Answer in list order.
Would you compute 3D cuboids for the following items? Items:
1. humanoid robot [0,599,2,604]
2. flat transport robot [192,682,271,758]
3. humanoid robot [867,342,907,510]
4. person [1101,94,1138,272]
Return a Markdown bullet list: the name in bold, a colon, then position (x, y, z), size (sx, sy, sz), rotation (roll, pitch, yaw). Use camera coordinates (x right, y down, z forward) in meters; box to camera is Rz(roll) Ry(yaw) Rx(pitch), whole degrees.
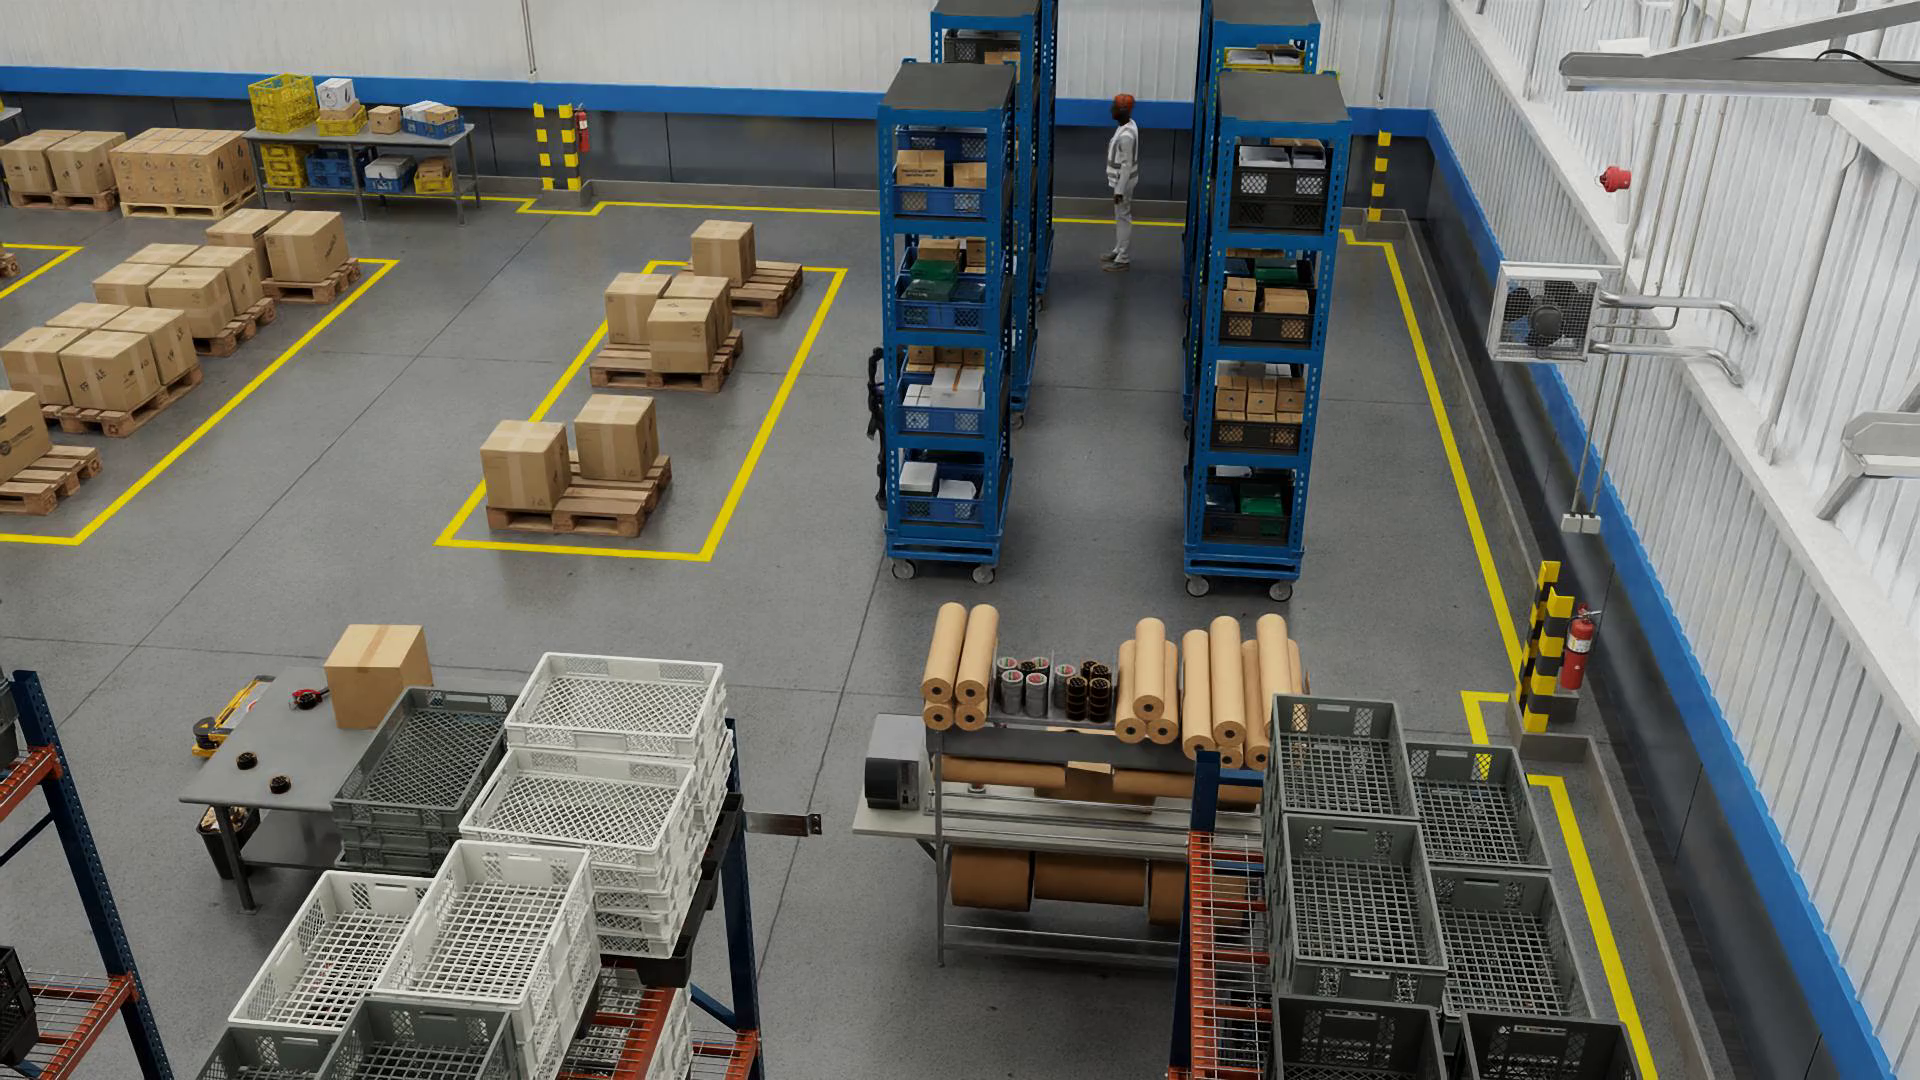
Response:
- **humanoid robot**: position (-7.199, -0.232, 11.656), size (0.587, 1.660, 0.326), rotation (3, 30, 6)
- **flat transport robot**: position (-4.089, 1.163, 10.648), size (1.431, 0.197, 0.652), rotation (3, 30, 6)
- **humanoid robot**: position (-0.465, -1.041, 13.047), size (0.595, 1.657, 0.321), rotation (-16, 34, -25)
- **person**: position (1.699, -3.765, 17.536), size (0.351, 1.882, 0.574), rotation (3, 30, 5)
